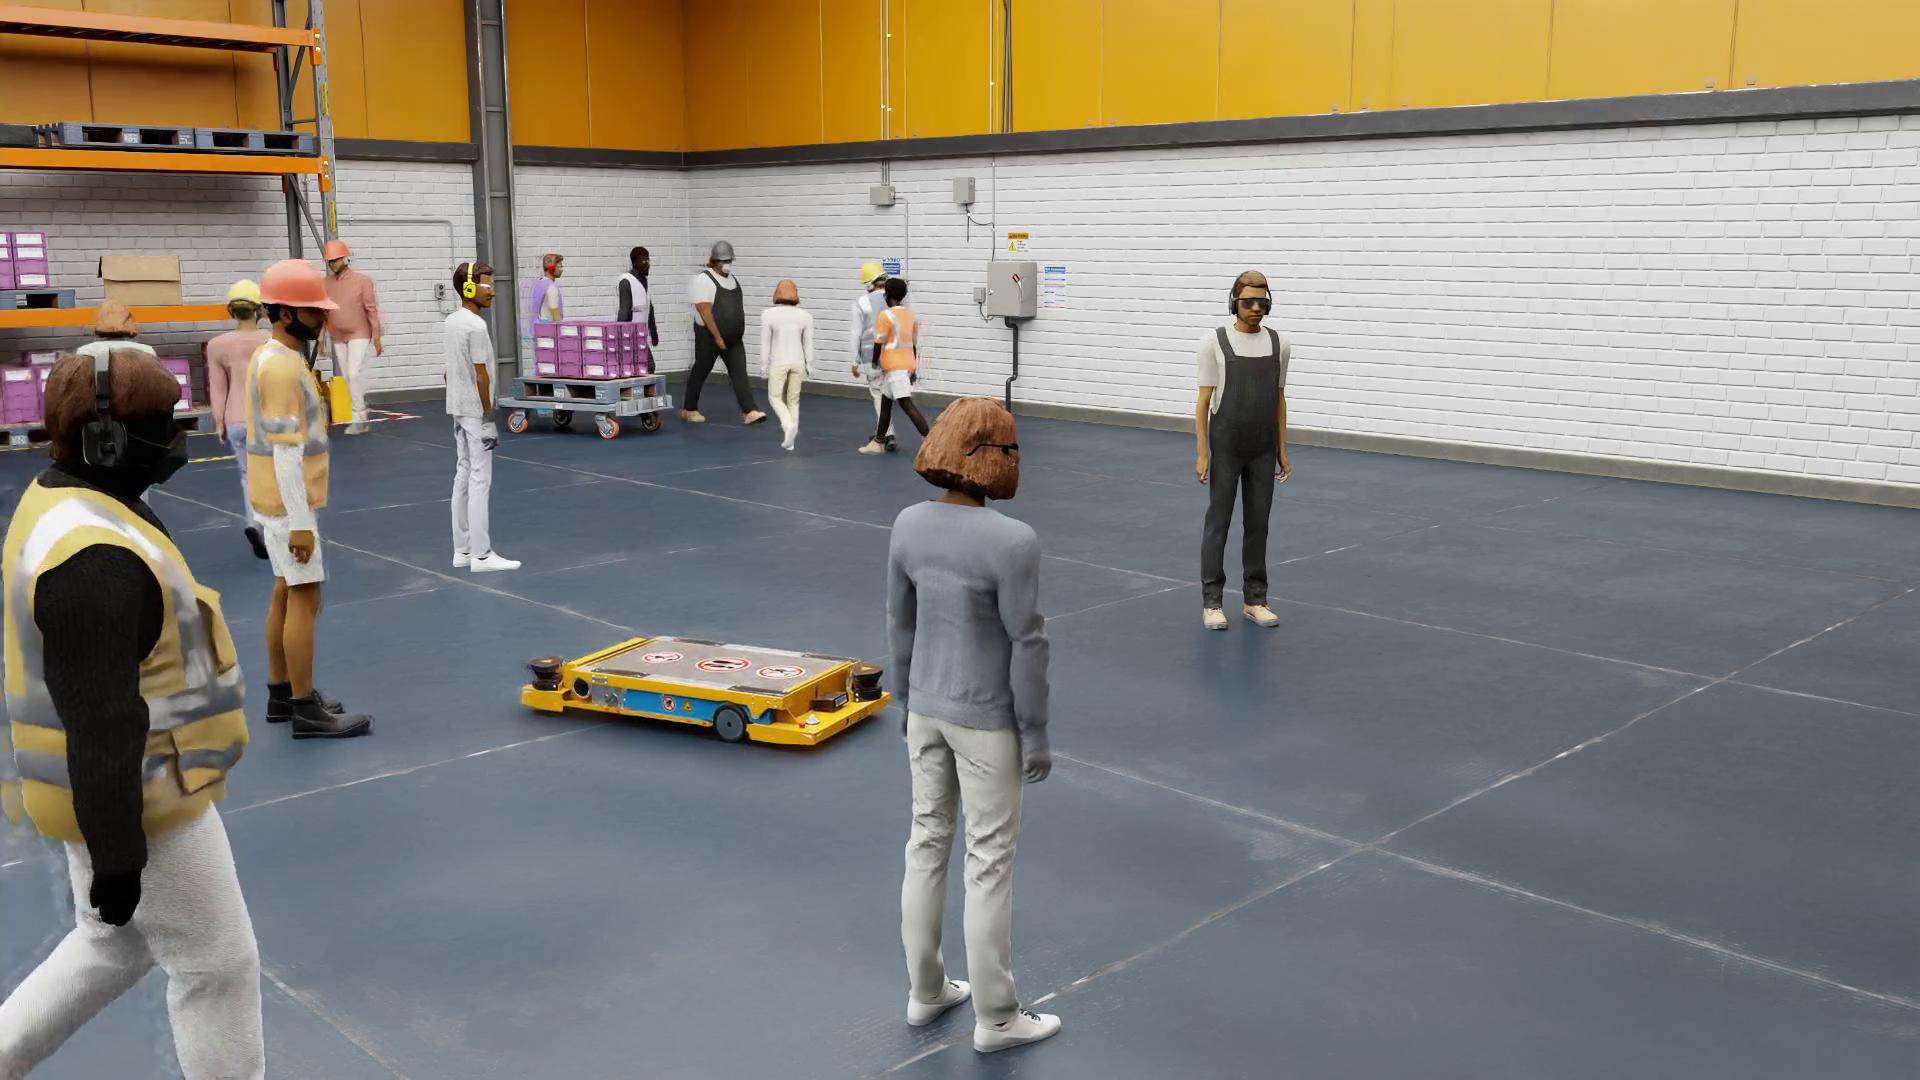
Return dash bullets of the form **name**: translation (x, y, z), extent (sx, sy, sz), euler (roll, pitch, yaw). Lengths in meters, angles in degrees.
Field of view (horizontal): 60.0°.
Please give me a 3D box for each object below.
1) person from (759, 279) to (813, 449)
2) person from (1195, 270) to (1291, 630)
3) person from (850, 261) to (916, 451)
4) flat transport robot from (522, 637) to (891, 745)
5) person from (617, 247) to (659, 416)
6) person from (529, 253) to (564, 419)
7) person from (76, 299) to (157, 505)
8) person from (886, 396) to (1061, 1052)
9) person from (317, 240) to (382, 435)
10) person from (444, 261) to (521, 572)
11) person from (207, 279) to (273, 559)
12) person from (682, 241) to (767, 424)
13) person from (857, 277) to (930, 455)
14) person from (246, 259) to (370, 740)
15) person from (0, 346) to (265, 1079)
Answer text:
- **person**: translation (-1.611, -1.631, 15.571), extent (0.516, 1.618, 0.546), euler (-4, 11, -21)
- **person**: translation (1.459, -0.457, 8.573), extent (0.513, 1.844, 0.336), euler (-3, 11, -14)
- **person**: translation (-0.735, -1.741, 15.750), extent (0.614, 1.785, 0.888), euler (-5, 11, -24)
- **flat transport robot**: translation (-1.075, 0.611, 7.040), extent (1.431, 0.197, 0.652), euler (5, 11, 25)
- **person**: translation (-3.557, -2.304, 18.504), extent (0.601, 1.886, 0.740), euler (2, 11, 10)
- **person**: translation (-4.487, -2.231, 18.307), extent (0.502, 1.823, 0.568), euler (-4, 11, -23)
- **person**: translation (-5.295, -0.701, 10.496), extent (0.498, 1.625, 0.414), euler (-1, 10, -3)
- **person**: translation (0.025, 0.456, 4.168), extent (0.285, 1.632, 0.499), euler (-10, 14, -44)
- **person**: translation (-6.250, -2.032, 16.830), extent (0.637, 1.963, 0.759), euler (3, 11, 14)
- **person**: translation (-2.934, -0.741, 10.070), extent (0.329, 1.865, 0.513), euler (-8, 13, -38)
- **person**: translation (-4.372, -0.729, 10.292), extent (0.539, 1.750, 0.592), euler (0, 10, -1)
- **person**: translation (-2.603, -2.254, 17.835), extent (1.102, 2.000, 0.685), euler (8, 13, 37)
- **person**: translation (-0.531, -1.559, 15.111), extent (0.877, 1.650, 0.527), euler (5, 12, 26)
- **person**: translation (-2.674, -0.160, 6.756), extent (0.399, 1.925, 0.566), euler (-5, 11, -24)
- **person**: translation (-1.741, 0.519, 3.341), extent (0.795, 1.816, 0.631), euler (-6, 12, -31)
